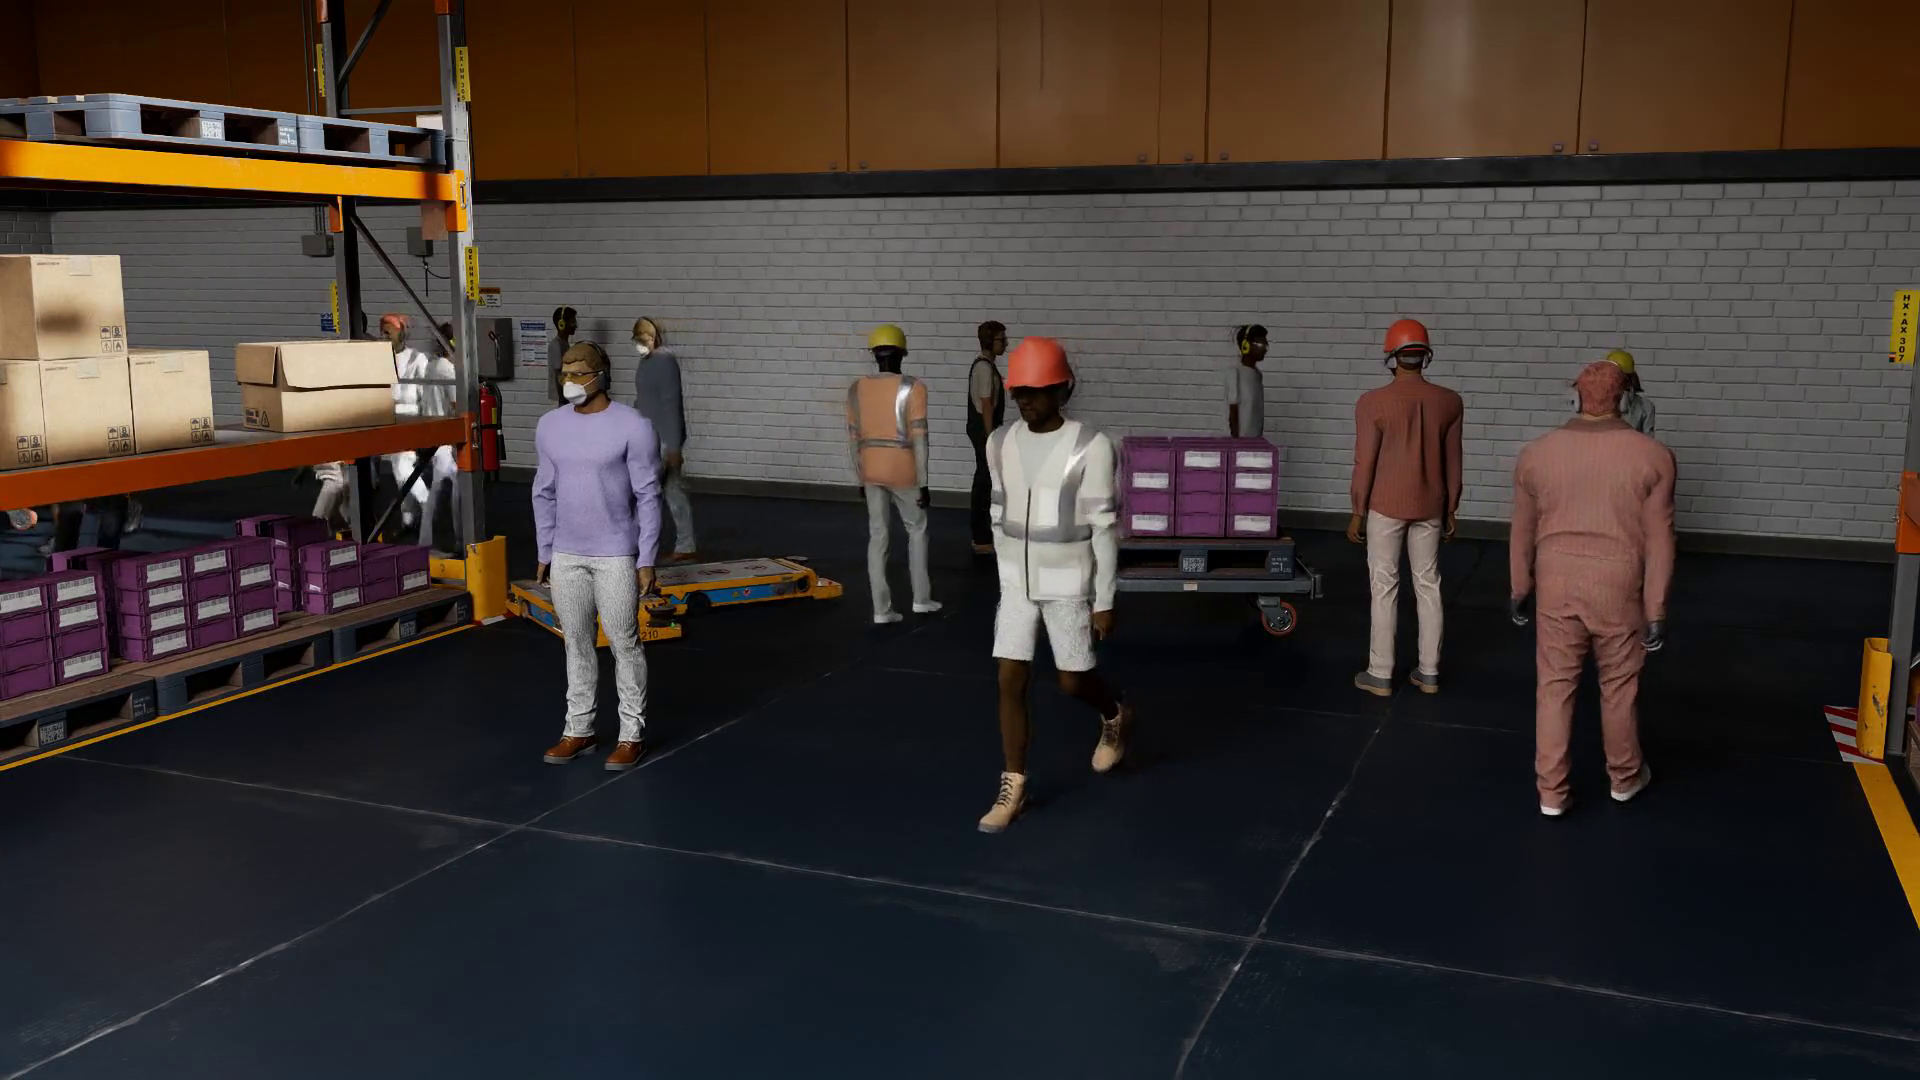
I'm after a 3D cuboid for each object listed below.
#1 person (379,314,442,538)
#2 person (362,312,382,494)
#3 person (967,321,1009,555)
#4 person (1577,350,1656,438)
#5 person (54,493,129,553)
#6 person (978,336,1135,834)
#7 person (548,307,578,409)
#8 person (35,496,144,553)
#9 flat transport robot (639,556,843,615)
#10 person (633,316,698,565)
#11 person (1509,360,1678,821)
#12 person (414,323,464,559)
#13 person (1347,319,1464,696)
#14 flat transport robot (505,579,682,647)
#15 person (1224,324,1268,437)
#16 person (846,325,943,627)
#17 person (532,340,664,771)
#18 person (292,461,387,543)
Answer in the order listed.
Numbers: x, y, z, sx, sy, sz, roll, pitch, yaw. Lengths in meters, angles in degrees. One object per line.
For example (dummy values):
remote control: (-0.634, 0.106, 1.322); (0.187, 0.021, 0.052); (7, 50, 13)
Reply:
person: (-4.654, -0.940, 13.851); (0.578, 1.871, 0.403); (5, 11, 29)
person: (-5.992, -1.374, 16.580); (0.429, 1.843, 0.632); (0, 9, 2)
person: (0.227, -0.802, 13.132); (0.347, 1.840, 0.527); (-1, 9, -3)
person: (4.249, -0.364, 10.809); (0.505, 1.719, 0.654); (2, 10, 11)
person: (-5.996, -0.588, 11.423); (0.627, 1.964, 0.661); (7, 11, 35)
person: (0.425, 0.151, 6.876); (0.614, 2.006, 0.920); (6, 11, 34)
person: (-3.918, -1.371, 16.480); (0.309, 1.864, 0.534); (-2, 9, -9)
person: (-7.101, -0.880, 13.428); (0.551, 1.904, 0.891); (3, 10, 19)
flat transport robot: (-1.574, 0.300, 11.177); (1.431, 0.197, 0.652); (-6, 11, -30)
person: (-2.331, -0.709, 12.381); (0.823, 1.889, 0.719); (-4, 10, -21)
person: (2.618, 0.204, 6.888); (0.687, 1.894, 0.646); (6, 11, 34)
person: (-3.942, -0.764, 12.902); (0.795, 1.831, 0.561); (-7, 12, -38)
person: (2.347, -0.170, 8.820); (0.623, 1.989, 0.400); (-2, 10, -11)
flat transport robot: (-2.320, 0.425, 10.417); (0.652, 0.197, 1.431); (-6, 11, -31)
person: (2.105, -0.720, 12.615); (0.865, 1.842, 0.515); (8, 13, 42)
person: (-0.402, -0.416, 10.603); (0.613, 1.887, 0.786); (4, 10, 24)
person: (-1.643, 0.073, 7.508); (0.638, 1.938, 0.357); (3, 10, 20)
person: (-4.373, -0.449, 11.716); (0.887, 1.590, 0.517); (-7, 12, -37)
